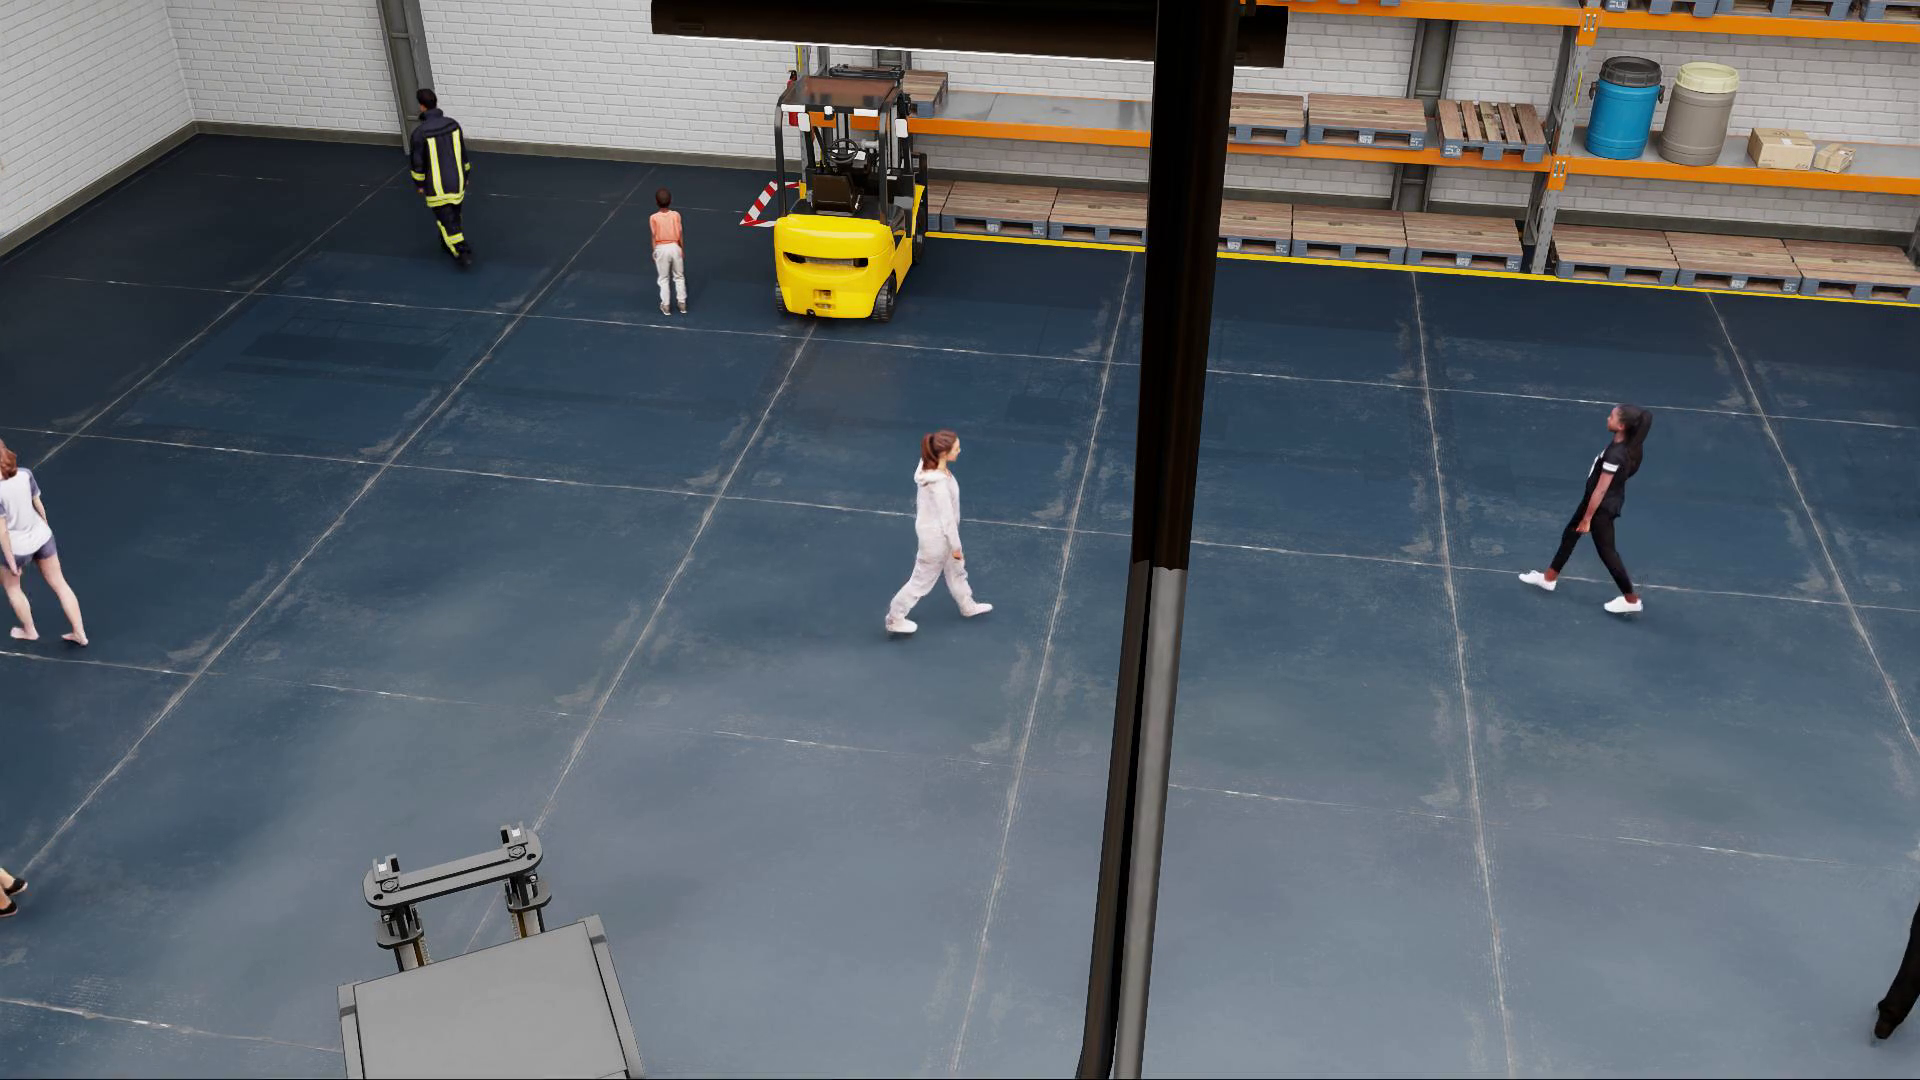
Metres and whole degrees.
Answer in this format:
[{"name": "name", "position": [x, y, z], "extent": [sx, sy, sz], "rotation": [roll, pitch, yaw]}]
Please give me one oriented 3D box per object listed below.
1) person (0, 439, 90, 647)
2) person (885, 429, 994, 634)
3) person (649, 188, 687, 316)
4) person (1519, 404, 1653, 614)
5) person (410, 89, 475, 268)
[{"name": "person", "position": [-6.577, 0.058, 11.828], "extent": [0.902, 1.746, 0.733], "rotation": [15, 37, 22]}, {"name": "person", "position": [-0.256, -0.020, 12.032], "extent": [1.169, 1.650, 0.925], "rotation": [-8, 34, -12]}, {"name": "person", "position": [-2.926, -2.895, 16.664], "extent": [0.534, 1.310, 0.613], "rotation": [-13, 36, -18]}, {"name": "person", "position": [4.813, -0.190, 12.254], "extent": [1.231, 1.687, 0.895], "rotation": [18, 38, 25]}, {"name": "person", "position": [-5.389, -3.759, 17.426], "extent": [1.221, 1.906, 1.118], "rotation": [28, 43, 35]}]
